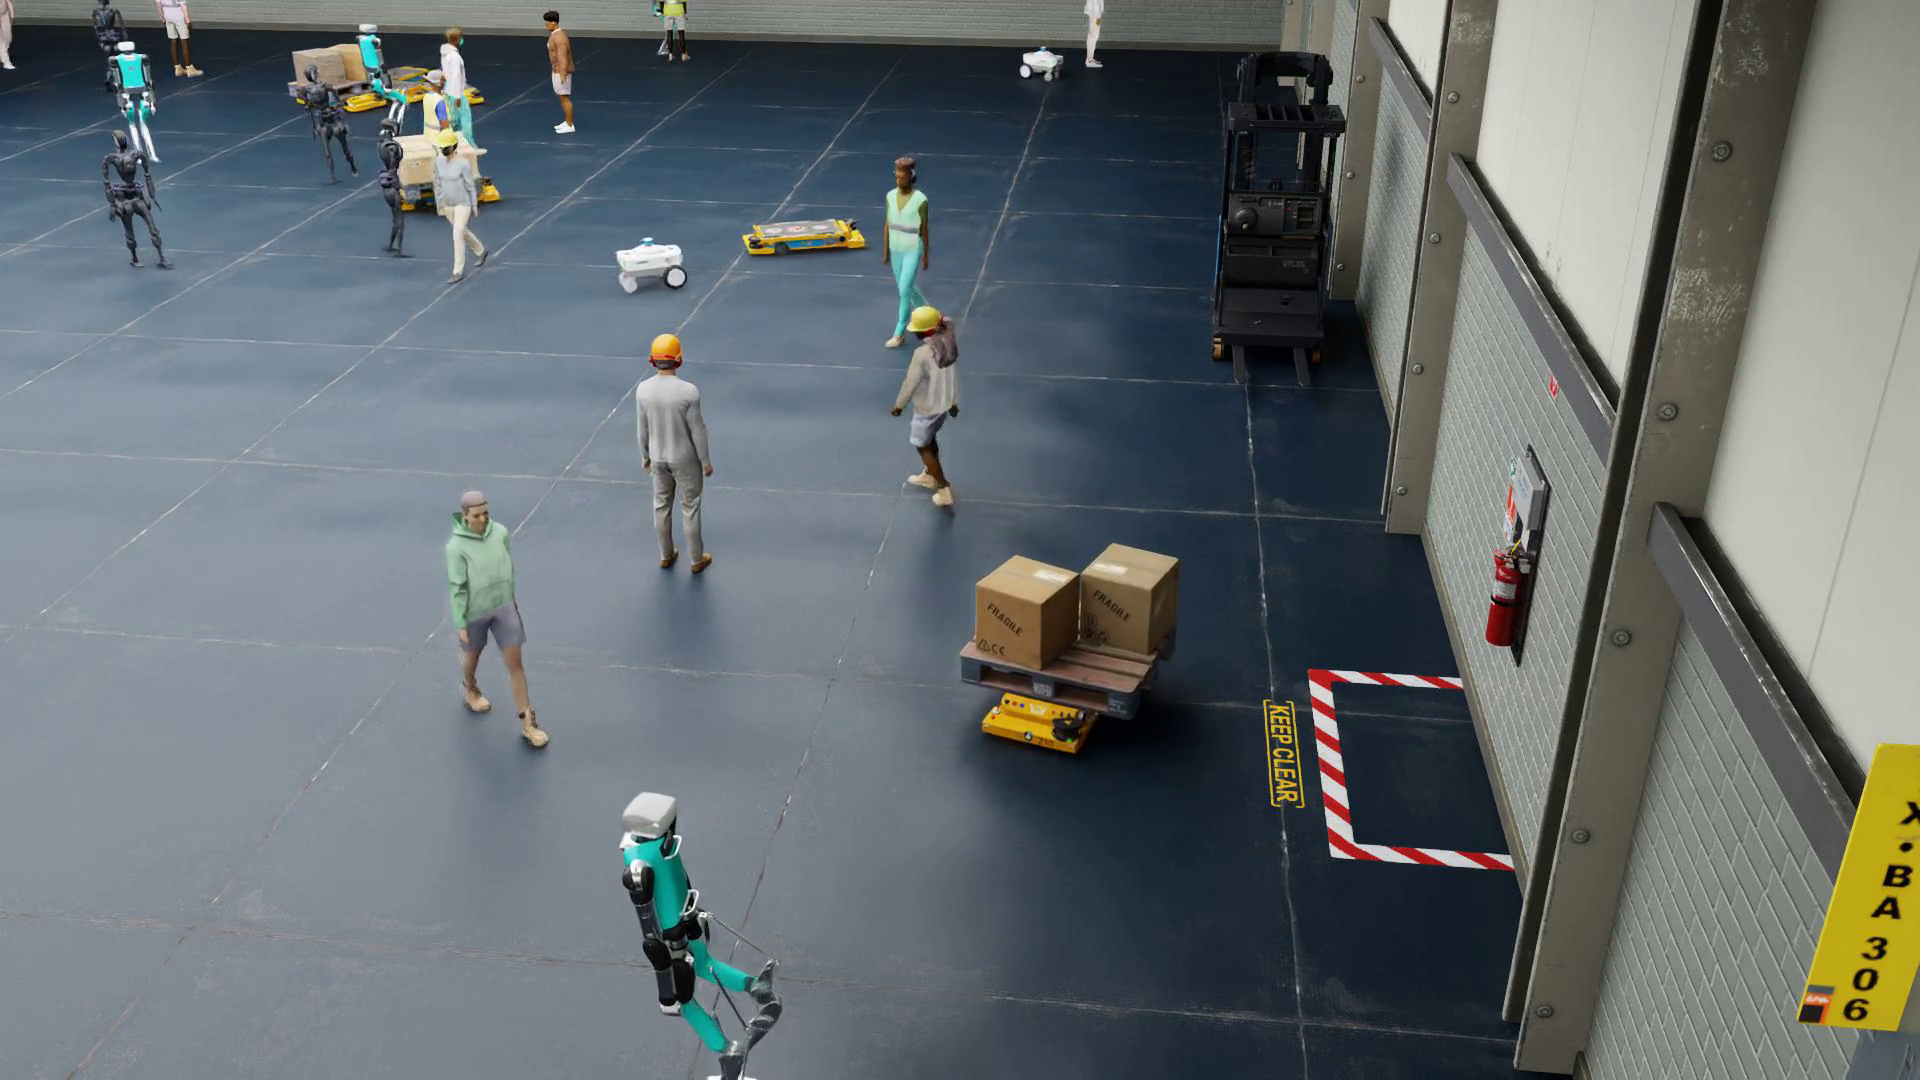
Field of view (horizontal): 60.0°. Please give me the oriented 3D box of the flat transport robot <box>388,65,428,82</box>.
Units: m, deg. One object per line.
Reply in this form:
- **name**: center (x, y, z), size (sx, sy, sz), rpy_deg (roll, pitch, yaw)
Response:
- **flat transport robot**: center (-9.941, -8.134, 29.377), size (0.659, 0.231, 1.431), rpy_deg (9, 28, 17)

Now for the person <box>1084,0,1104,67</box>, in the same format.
- **person**: center (2.482, -9.705, 30.728), size (0.380, 1.870, 0.498), rpy_deg (0, 27, -1)

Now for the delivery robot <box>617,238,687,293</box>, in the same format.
- **delivery robot**: center (-3.553, -3.184, 19.163), size (0.764, 0.582, 0.499), rpy_deg (-11, 29, -21)

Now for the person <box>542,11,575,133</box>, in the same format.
- **person**: center (-6.234, -7.330, 26.018), size (0.418, 1.842, 0.797), rpy_deg (-11, 29, -20)

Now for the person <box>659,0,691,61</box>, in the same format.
- **person**: center (-5.370, -9.883, 31.271), size (0.535, 1.696, 0.322), rpy_deg (5, 27, 10)

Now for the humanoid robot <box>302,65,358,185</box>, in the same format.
- **humanoid robot**: center (-8.783, -5.819, 23.229), size (0.649, 1.635, 0.651), rpy_deg (5, 27, 10)

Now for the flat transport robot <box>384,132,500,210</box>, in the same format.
- **flat transport robot**: center (-7.008, -4.679, 22.480), size (1.431, 0.231, 0.659), rpy_deg (-12, 29, -22)

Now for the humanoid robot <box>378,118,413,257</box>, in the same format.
- **humanoid robot**: center (-6.859, -4.264, 20.092), size (0.393, 1.640, 0.626), rpy_deg (-11, 29, -20)

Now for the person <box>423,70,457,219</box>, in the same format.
- **person**: center (-6.720, -5.117, 21.545), size (0.381, 1.891, 0.545), rpy_deg (-19, 33, -34)

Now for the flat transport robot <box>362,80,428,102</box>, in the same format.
- **flat transport robot**: center (-9.762, -7.689, 28.488), size (1.431, 0.231, 0.659), rpy_deg (8, 28, 15)

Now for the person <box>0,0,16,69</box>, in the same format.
- **person**: center (-17.816, -9.689, 30.698), size (0.774, 1.872, 0.678), rpy_deg (17, 31, 31)

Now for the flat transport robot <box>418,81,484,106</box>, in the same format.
- **flat transport robot**: center (-8.725, -7.632, 28.375), size (0.659, 0.231, 1.431), rpy_deg (-18, 32, -32)

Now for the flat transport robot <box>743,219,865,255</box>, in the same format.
- **flat transport robot**: center (-1.945, -3.761, 20.647), size (1.431, 0.231, 0.659), rpy_deg (-6, 27, -13)

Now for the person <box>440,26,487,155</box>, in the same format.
- **person**: center (-7.478, -6.565, 24.437), size (0.739, 1.895, 0.500), rpy_deg (-16, 31, -29)

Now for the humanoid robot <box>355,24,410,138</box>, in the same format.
- **humanoid robot**: center (-8.763, -7.054, 25.488), size (0.530, 1.717, 0.718), rpy_deg (19, 32, 33)

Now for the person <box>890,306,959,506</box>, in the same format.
- **person**: center (-0.232, -1.114, 13.746), size (0.643, 1.716, 0.535), rpy_deg (16, 31, 29)

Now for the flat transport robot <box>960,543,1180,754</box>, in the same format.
- **flat transport robot**: center (0.723, 0.946, 11.250), size (0.659, 0.231, 1.431), rpy_deg (11, 29, 21)

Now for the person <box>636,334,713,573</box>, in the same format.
- **person**: center (-2.164, -0.648, 12.629), size (0.569, 1.889, 0.389), rpy_deg (7, 27, 13)

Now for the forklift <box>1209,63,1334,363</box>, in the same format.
- **forklift**: center (3.241, -3.477, 17.183), size (1.129, 2.768, 1.873), rpy_deg (3, 27, 6)

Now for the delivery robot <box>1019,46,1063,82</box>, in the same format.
- **delivery robot**: center (1.465, -8.566, 29.927), size (0.772, 0.601, 0.525), rpy_deg (17, 31, 31)

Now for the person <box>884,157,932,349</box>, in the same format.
- **person**: center (-0.533, -3.045, 17.350), size (0.493, 1.949, 0.899), rpy_deg (15, 30, 28)

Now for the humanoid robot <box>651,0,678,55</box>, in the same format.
- **humanoid robot**: center (-5.647, -10.172, 31.834), size (0.691, 1.806, 0.554), rpy_deg (-9, 28, -18)

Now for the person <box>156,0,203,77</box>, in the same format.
- **person**: center (-14.080, -9.384, 29.895), size (0.614, 2.041, 0.379), rpy_deg (9, 28, 17)

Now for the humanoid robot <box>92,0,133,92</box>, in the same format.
- **humanoid robot**: center (-14.693, -8.610, 28.767), size (0.594, 1.634, 0.615), rpy_deg (0, 27, 0)

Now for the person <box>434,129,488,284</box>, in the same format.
- **person**: center (-5.821, -3.930, 19.347), size (0.529, 1.735, 0.833), rpy_deg (12, 29, 22)

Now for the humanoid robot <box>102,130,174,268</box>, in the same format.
- **humanoid robot**: center (-9.710, -3.992, 19.549), size (0.632, 1.635, 0.598), rpy_deg (20, 33, 35)

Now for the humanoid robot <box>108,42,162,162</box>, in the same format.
- **humanoid robot**: center (-12.019, -6.373, 24.229), size (0.530, 1.782, 0.776), rpy_deg (-16, 31, -29)

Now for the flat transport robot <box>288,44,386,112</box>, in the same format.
- **flat transport robot**: center (-10.392, -7.418, 27.947), size (1.431, 0.231, 0.659), rpy_deg (15, 30, 27)

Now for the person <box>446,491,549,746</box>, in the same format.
- **person**: center (-3.040, 0.453, 10.637), size (0.493, 1.692, 0.914), rpy_deg (-22, 34, -36)

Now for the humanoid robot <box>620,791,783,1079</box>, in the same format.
- **humanoid robot**: center (-1.107, 1.998, 7.637), size (0.754, 1.901, 0.537), rpy_deg (2, 27, 4)
